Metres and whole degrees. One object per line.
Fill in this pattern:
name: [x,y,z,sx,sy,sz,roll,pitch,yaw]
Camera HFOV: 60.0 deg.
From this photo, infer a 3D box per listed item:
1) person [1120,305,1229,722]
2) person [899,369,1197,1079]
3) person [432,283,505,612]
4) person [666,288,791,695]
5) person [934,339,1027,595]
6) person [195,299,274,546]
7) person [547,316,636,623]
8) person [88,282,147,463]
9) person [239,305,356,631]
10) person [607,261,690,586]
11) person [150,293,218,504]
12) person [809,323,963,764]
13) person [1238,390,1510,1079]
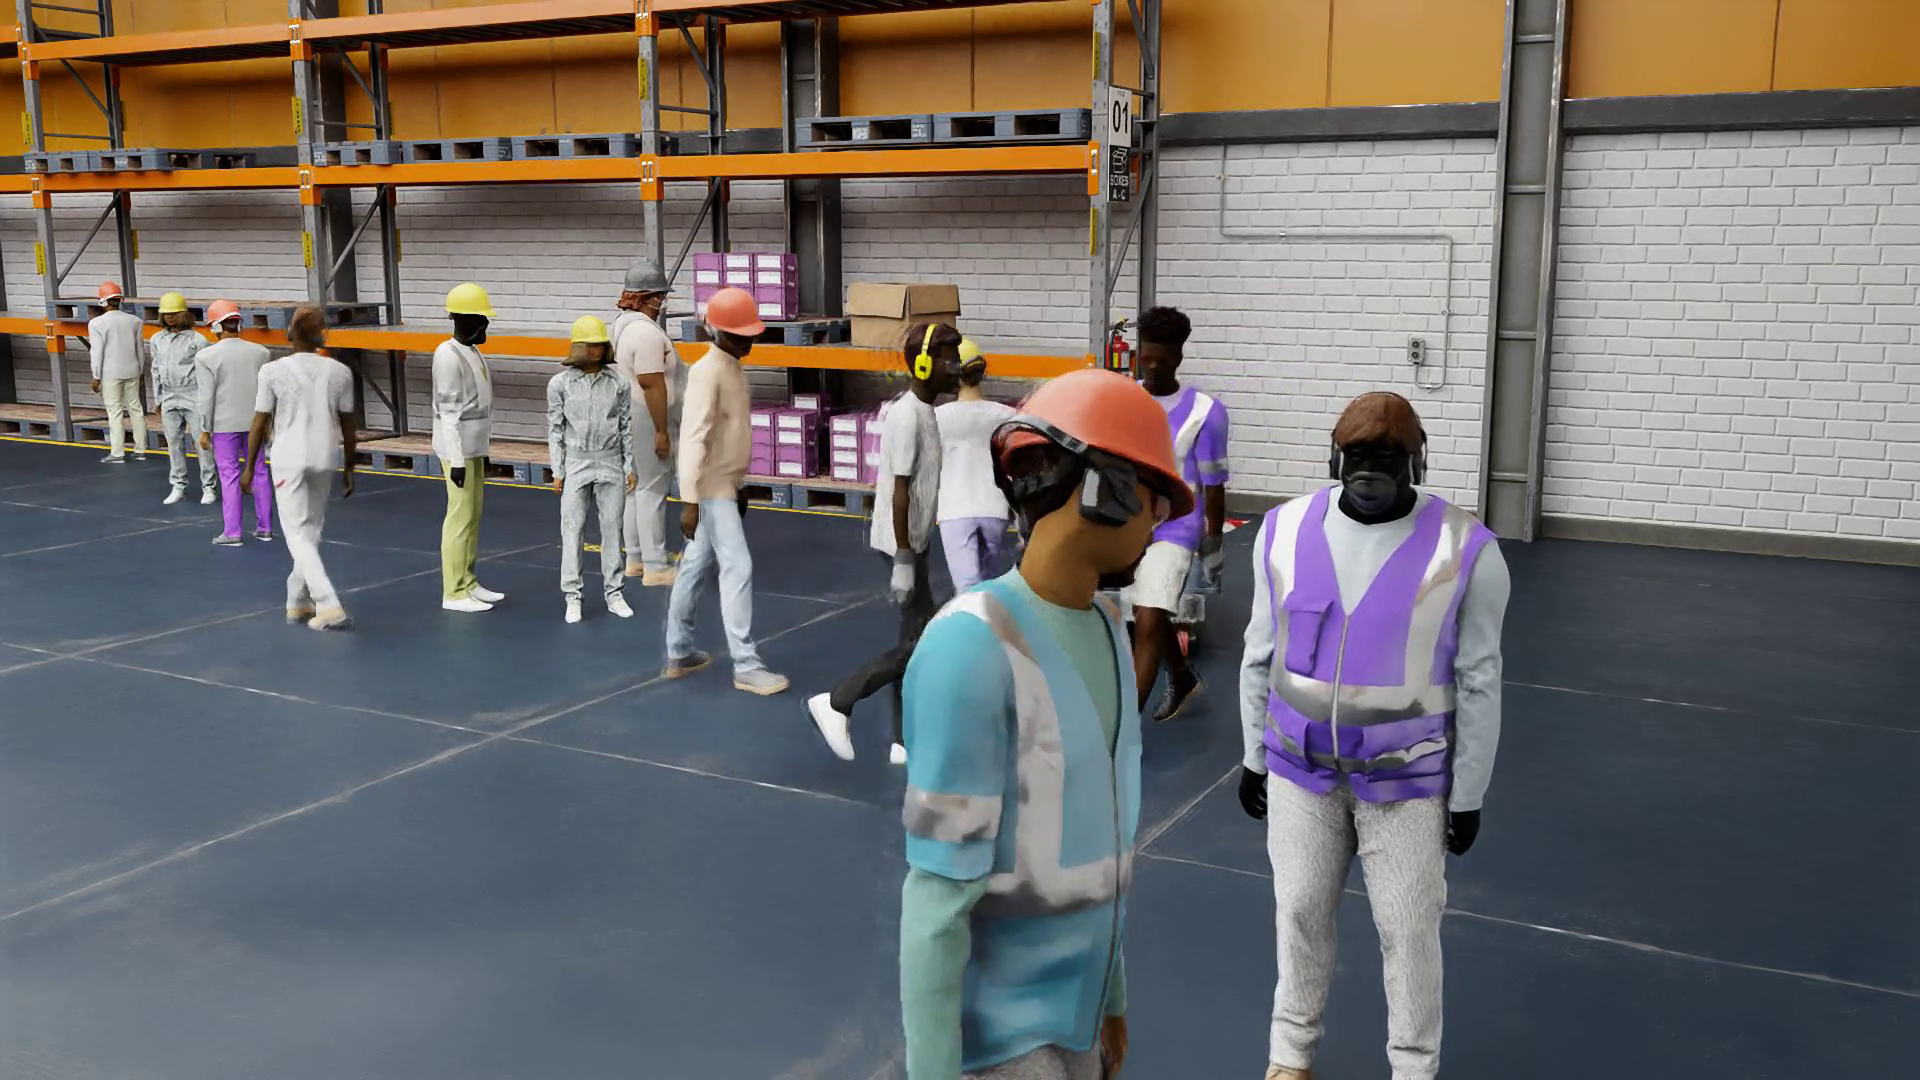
person: [0.863,-0.046,7.104,0.613,1.921,1.007,8,13,36]
person: [0.212,0.751,2.545,0.684,1.981,0.688,6,12,30]
person: [-2.878,-0.539,9.773,0.402,1.918,0.589,0,10,-1]
person: [-1.162,-0.237,8.059,0.683,1.949,0.680,0,10,2]
person: [0.072,-0.104,7.947,0.536,1.716,0.871,-4,11,-22]
person: [-5.165,-0.836,11.850,0.330,1.748,0.560,7,13,35]
person: [-2.089,-0.402,9.491,0.493,1.743,0.297,-5,12,-27]
person: [-8.204,-1.631,16.199,0.324,1.752,0.561,5,12,27]
person: [-3.660,-0.393,9.271,0.593,1.808,0.658,-9,14,-42]
person: [-1.934,-0.743,10.544,0.539,2.000,0.688,-6,12,-28]
person: [-6.366,-1.146,13.606,0.484,1.736,0.343,1,10,3]
person: [-0.282,0.043,6.773,0.602,1.843,0.547,0,10,1]
person: [0.964,0.554,4.012,0.628,1.835,0.429,6,12,30]
